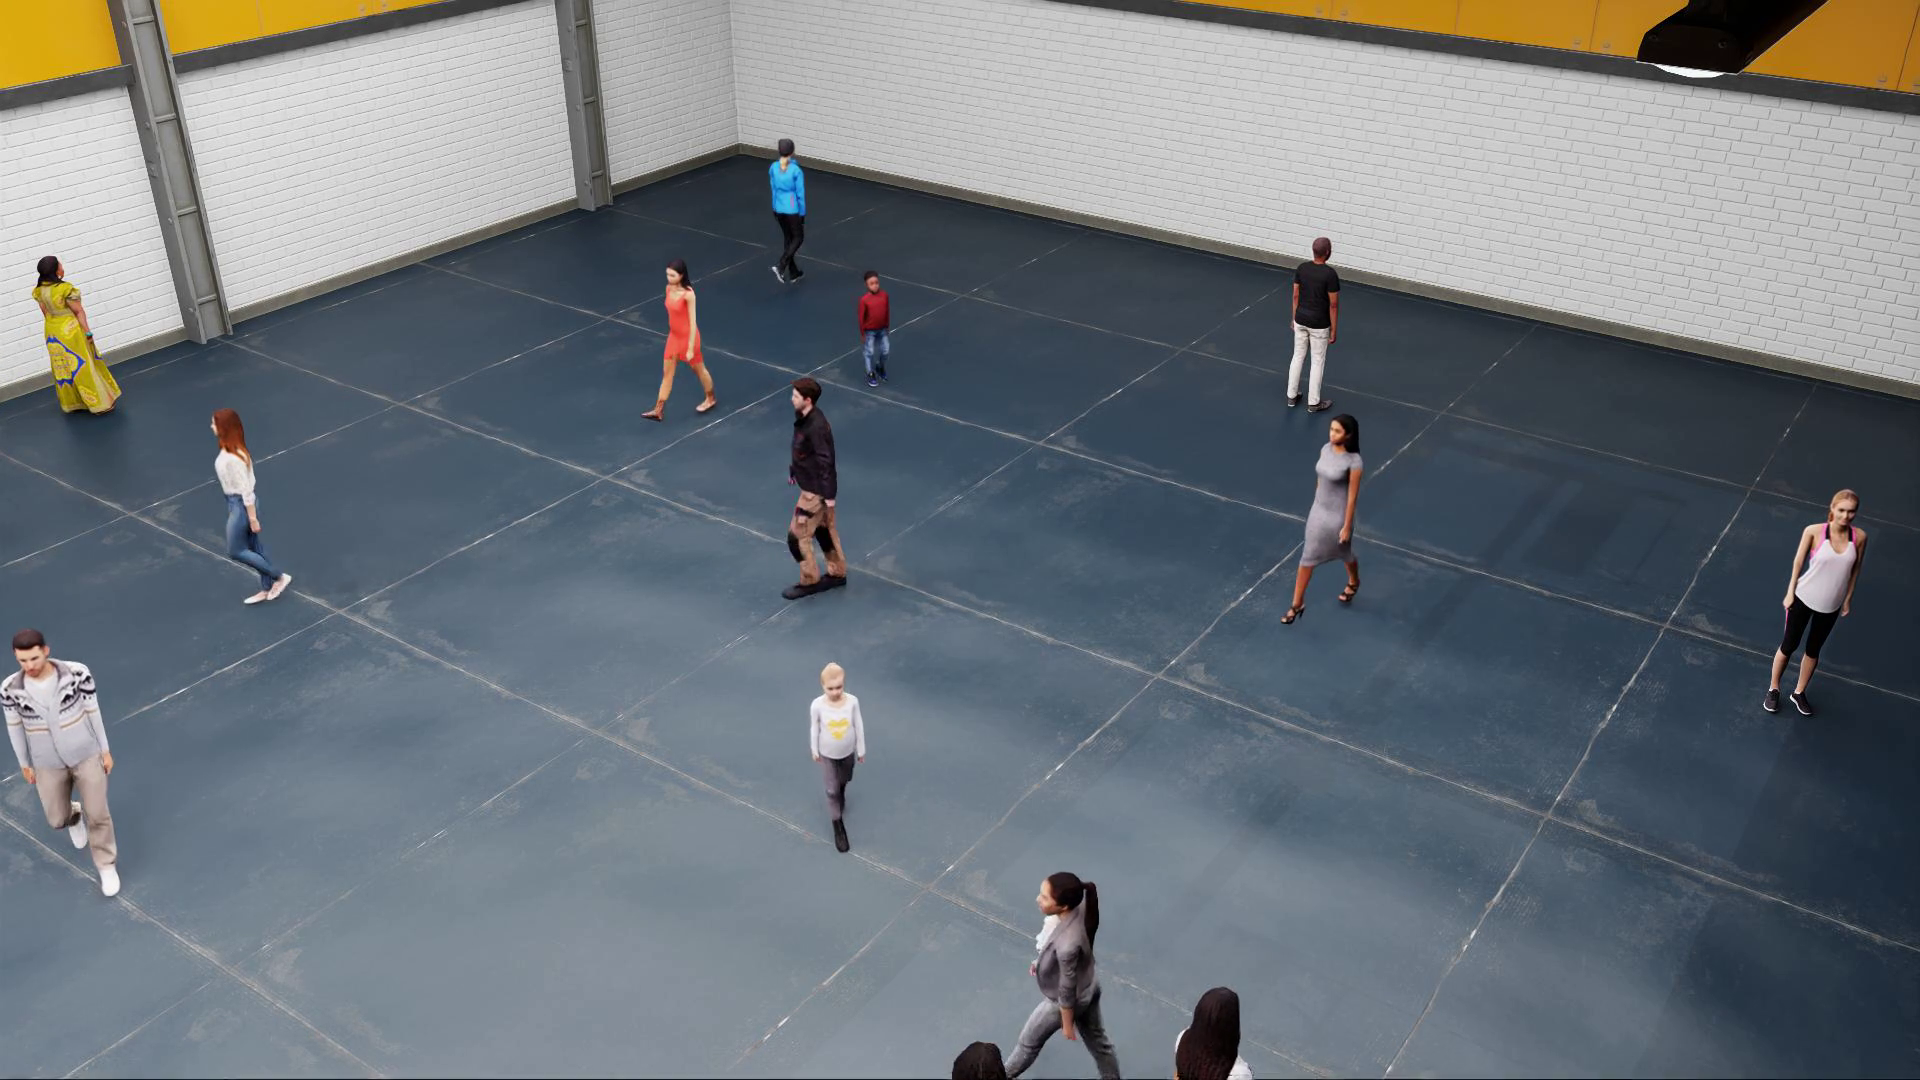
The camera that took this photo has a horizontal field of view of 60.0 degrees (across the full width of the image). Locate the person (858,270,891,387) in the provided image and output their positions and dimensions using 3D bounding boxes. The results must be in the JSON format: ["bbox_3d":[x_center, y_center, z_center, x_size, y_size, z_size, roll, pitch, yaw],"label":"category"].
[{"bbox_3d":[-0.926,-2.249,17.492,0.544,1.246,0.642,-15,32,-25],"label":"person"}]

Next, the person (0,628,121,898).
[{"bbox_3d":[-5.557,1.303,10.362,1.024,1.838,1.022,-11,31,-20],"label":"person"}]

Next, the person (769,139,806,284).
[{"bbox_3d":[-2.097,-3.902,19.959,0.686,1.786,0.964,14,32,24],"label":"person"}]

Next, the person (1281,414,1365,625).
[{"bbox_3d":[3.025,-0.170,13.172,1.157,1.733,0.824,-20,34,-32],"label":"person"}]

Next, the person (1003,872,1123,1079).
[{"bbox_3d":[0.651,2.397,8.585,0.916,1.619,1.139,9,30,16],"label":"person"}]

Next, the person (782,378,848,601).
[{"bbox_3d":[-1.083,-0.429,13.465,0.998,1.906,0.937,-6,29,-11],"label":"person"}]

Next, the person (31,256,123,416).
[{"bbox_3d":[-8.949,-2.058,16.709,0.966,1.660,0.936,7,29,12],"label":"person"}]

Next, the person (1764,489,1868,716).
[{"bbox_3d":[6.178,0.436,12.003,0.677,1.788,0.661,5,29,10],"label":"person"}]

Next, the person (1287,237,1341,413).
[{"bbox_3d":[3.561,-2.184,16.791,0.695,1.804,0.614,23,36,36],"label":"person"}]

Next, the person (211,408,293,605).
[{"bbox_3d":[-5.674,-0.270,13.371,0.796,1.719,0.735,-11,30,-19],"label":"person"}]

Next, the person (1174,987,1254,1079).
[{"bbox_3d":[1.075,2.846,7.648,1.234,1.729,0.924,-16,32,-27],"label":"person"}]

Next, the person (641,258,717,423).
[{"bbox_3d":[-2.674,-1.995,16.590,0.652,1.664,1.119,22,35,34],"label":"person"}]

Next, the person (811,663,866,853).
[{"bbox_3d":[-0.810,1.342,10.891,0.873,1.264,0.895,-7,29,-13],"label":"person"}]
